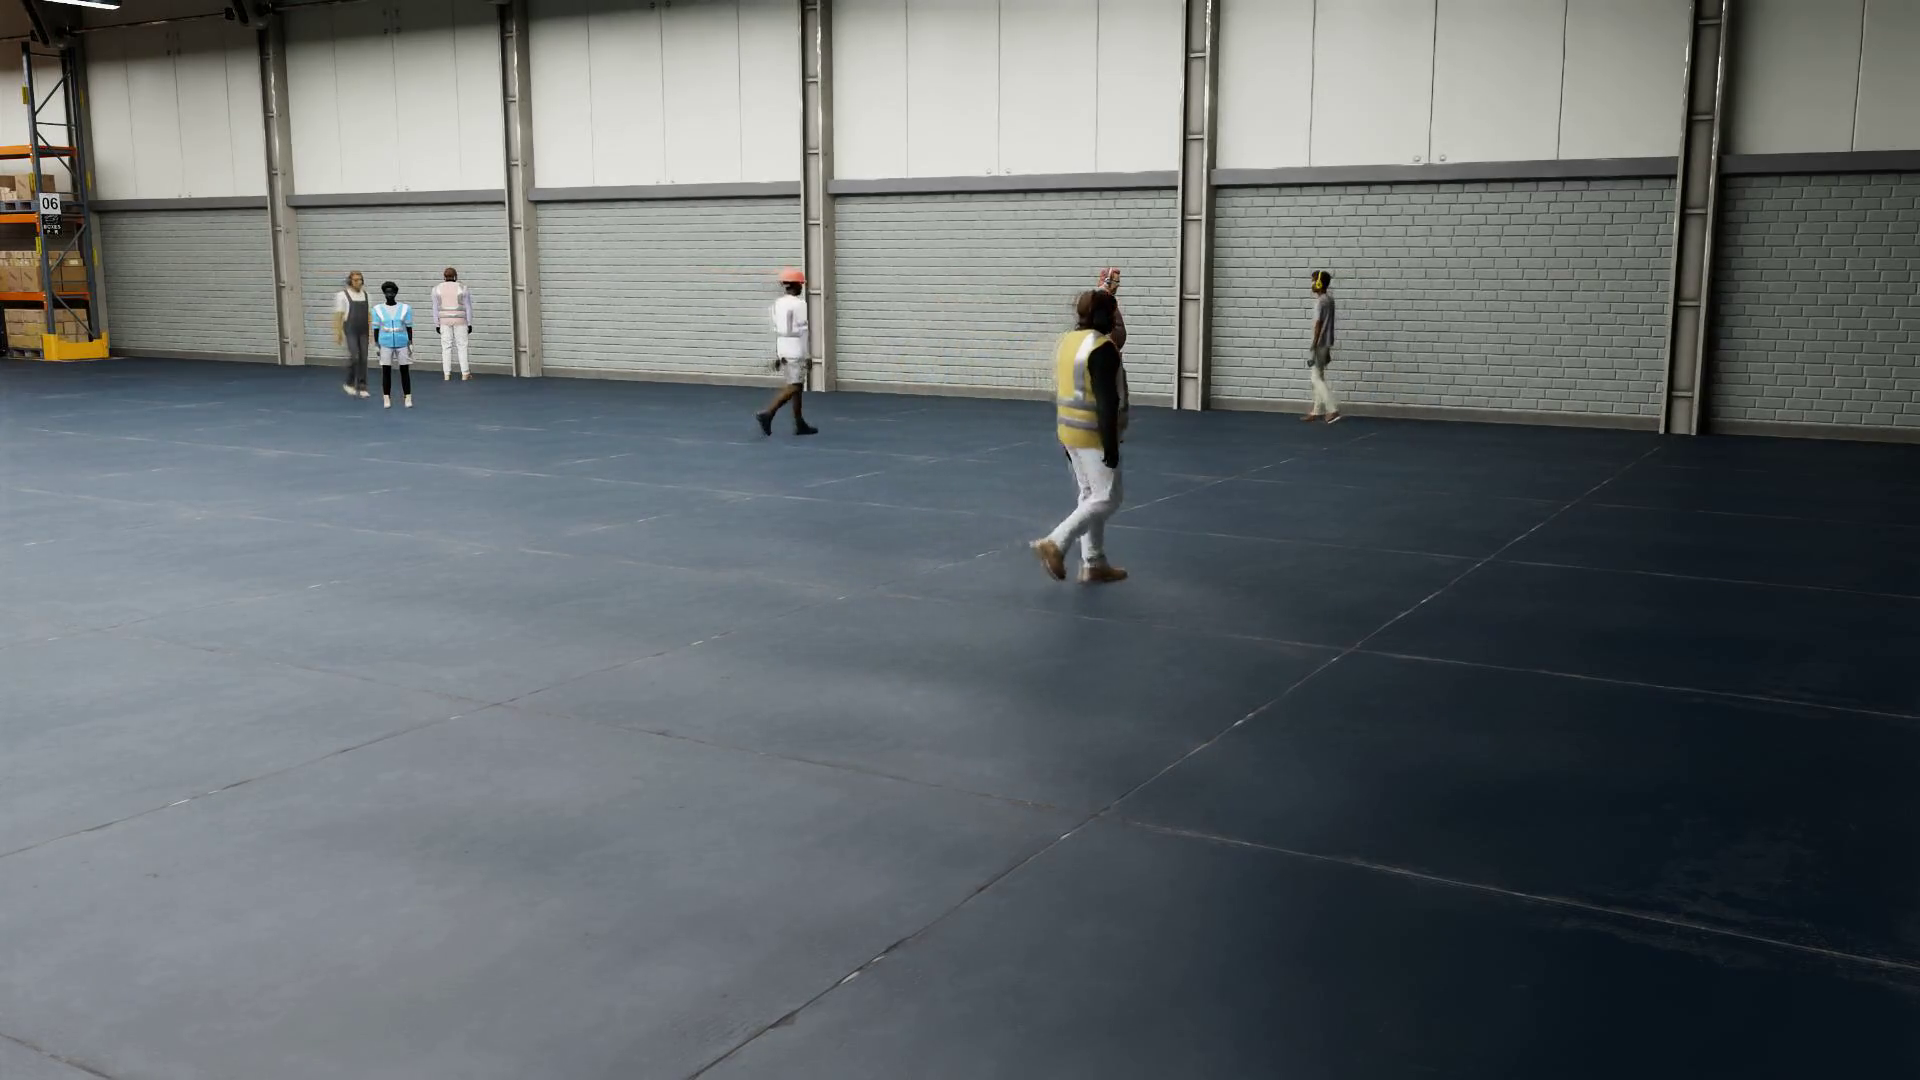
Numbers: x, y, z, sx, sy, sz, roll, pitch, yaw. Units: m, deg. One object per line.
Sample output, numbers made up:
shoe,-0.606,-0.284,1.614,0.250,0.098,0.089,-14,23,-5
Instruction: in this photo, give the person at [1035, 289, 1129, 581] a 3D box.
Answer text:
person,0.764,-0.618,10.185,0.580,1.827,0.640,-3,10,-17

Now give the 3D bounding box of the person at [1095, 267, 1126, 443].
person,1.605,-2.017,18.159,0.409,1.903,0.638,0,10,-2

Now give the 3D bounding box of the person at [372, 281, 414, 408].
person,-7.542,-2.592,22.141,0.530,1.689,0.321,-3,10,-19

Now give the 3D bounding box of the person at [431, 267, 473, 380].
person,-8.281,-3.530,27.193,0.627,1.843,0.429,-1,10,-5

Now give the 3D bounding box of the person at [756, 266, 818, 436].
person,-1.944,-2.100,18.617,0.784,1.914,0.552,-7,12,-35

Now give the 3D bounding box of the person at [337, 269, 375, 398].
person,-8.597,-2.935,23.725,0.398,1.832,0.507,8,13,39

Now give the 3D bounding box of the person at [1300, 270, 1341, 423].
person,4.386,-2.329,20.193,0.486,1.877,0.566,6,11,31
